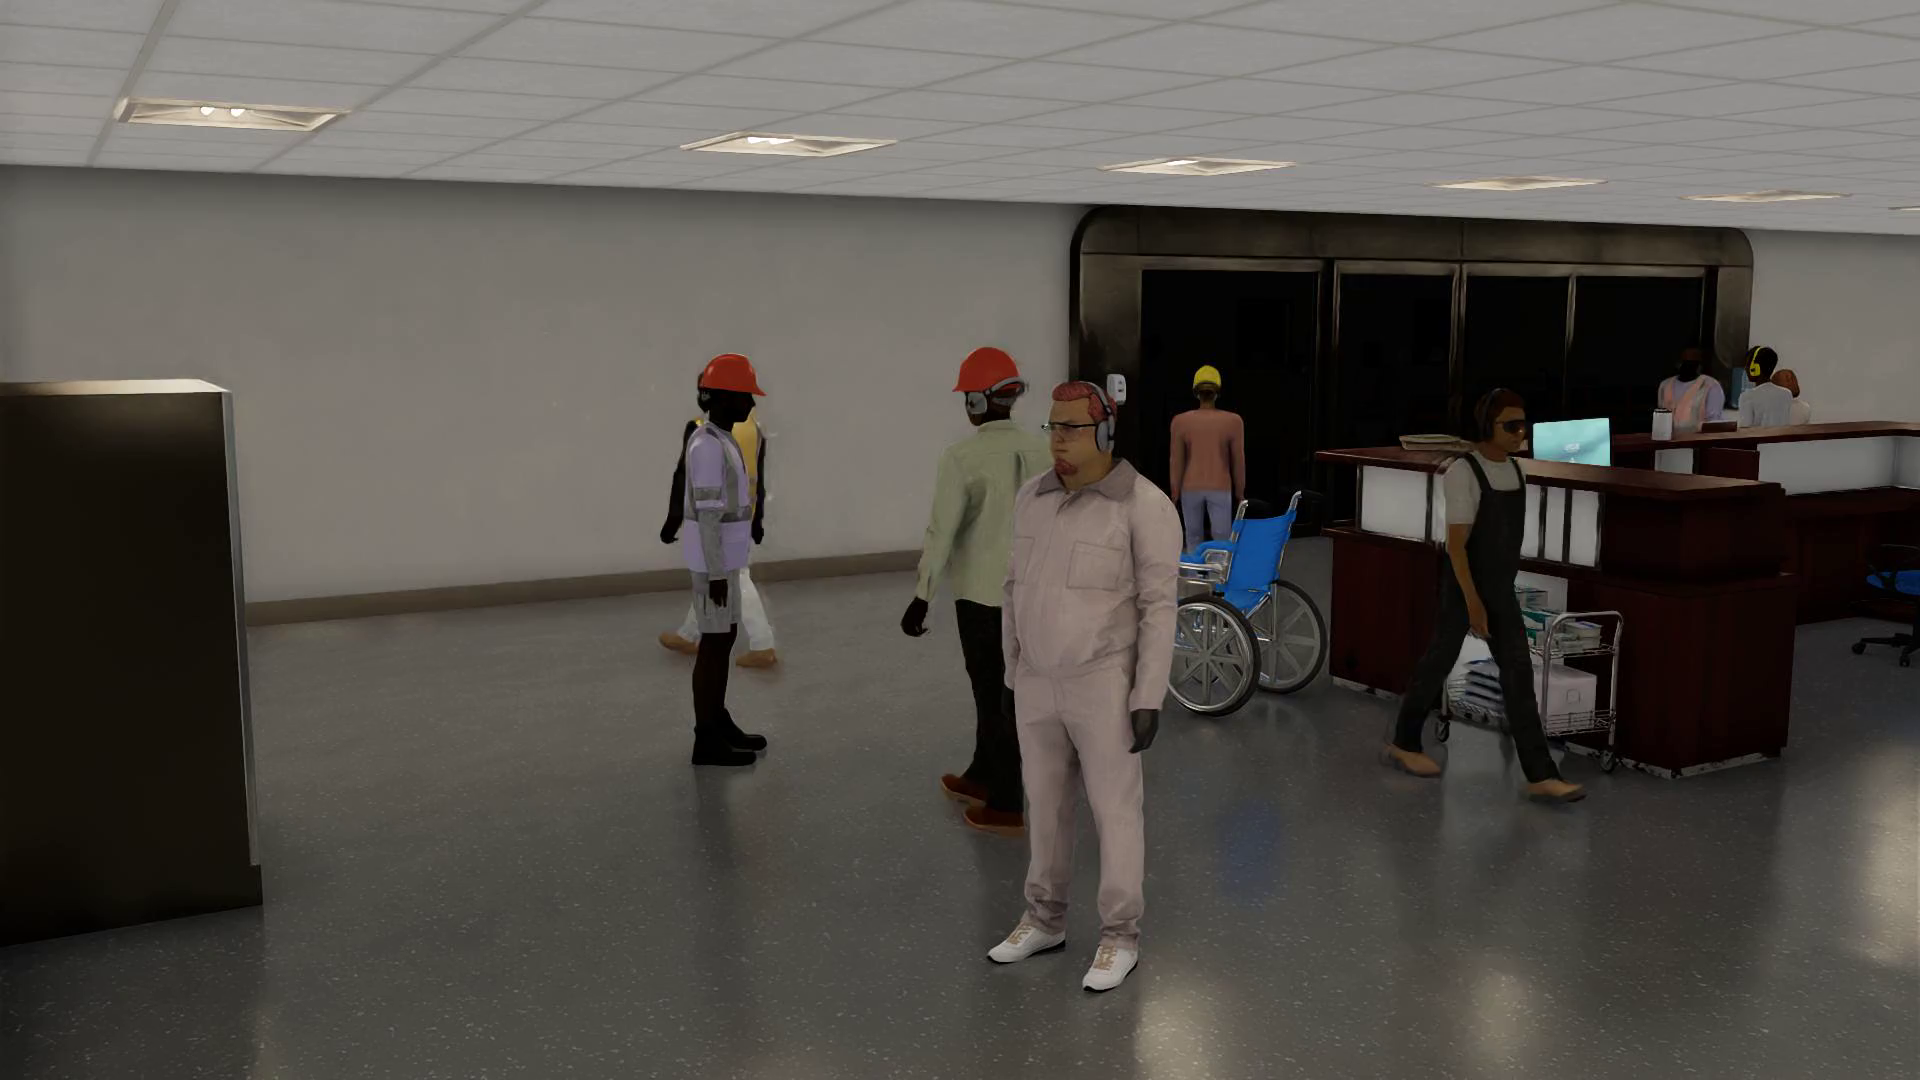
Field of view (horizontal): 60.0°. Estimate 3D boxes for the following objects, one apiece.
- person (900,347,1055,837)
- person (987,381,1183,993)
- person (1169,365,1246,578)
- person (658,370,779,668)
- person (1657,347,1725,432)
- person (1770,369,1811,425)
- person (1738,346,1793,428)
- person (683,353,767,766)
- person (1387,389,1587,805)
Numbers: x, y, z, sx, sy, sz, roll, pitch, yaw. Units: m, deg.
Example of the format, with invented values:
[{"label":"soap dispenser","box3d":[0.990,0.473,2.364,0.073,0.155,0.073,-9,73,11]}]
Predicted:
[{"label":"person","box3d":[0.056,0.204,6.831,0.638,1.983,0.639,8,11,43]},{"label":"person","box3d":[0.371,0.454,5.274,0.639,1.909,0.409,7,10,39]},{"label":"person","box3d":[1.716,-0.343,11.614,0.531,1.753,0.648,2,8,13]},{"label":"person","box3d":[-1.455,-0.132,9.979,0.967,1.796,0.627,4,9,26]},{"label":"person","box3d":[6.572,-0.825,14.979,0.871,1.819,0.652,-5,10,-35]},{"label":"person","box3d":[6.930,-0.623,14.053,0.501,1.633,0.283,-2,8,-14]},{"label":"person","box3d":[6.075,-0.537,12.621,0.506,1.862,0.331,-3,8,-20]},{"label":"person","box3d":[-1.099,0.091,7.827,0.390,1.929,0.545,0,8,1]},{"label":"person","box3d":[2.297,0.235,7.301,0.513,1.796,1.014,-5,9,-30]}]
